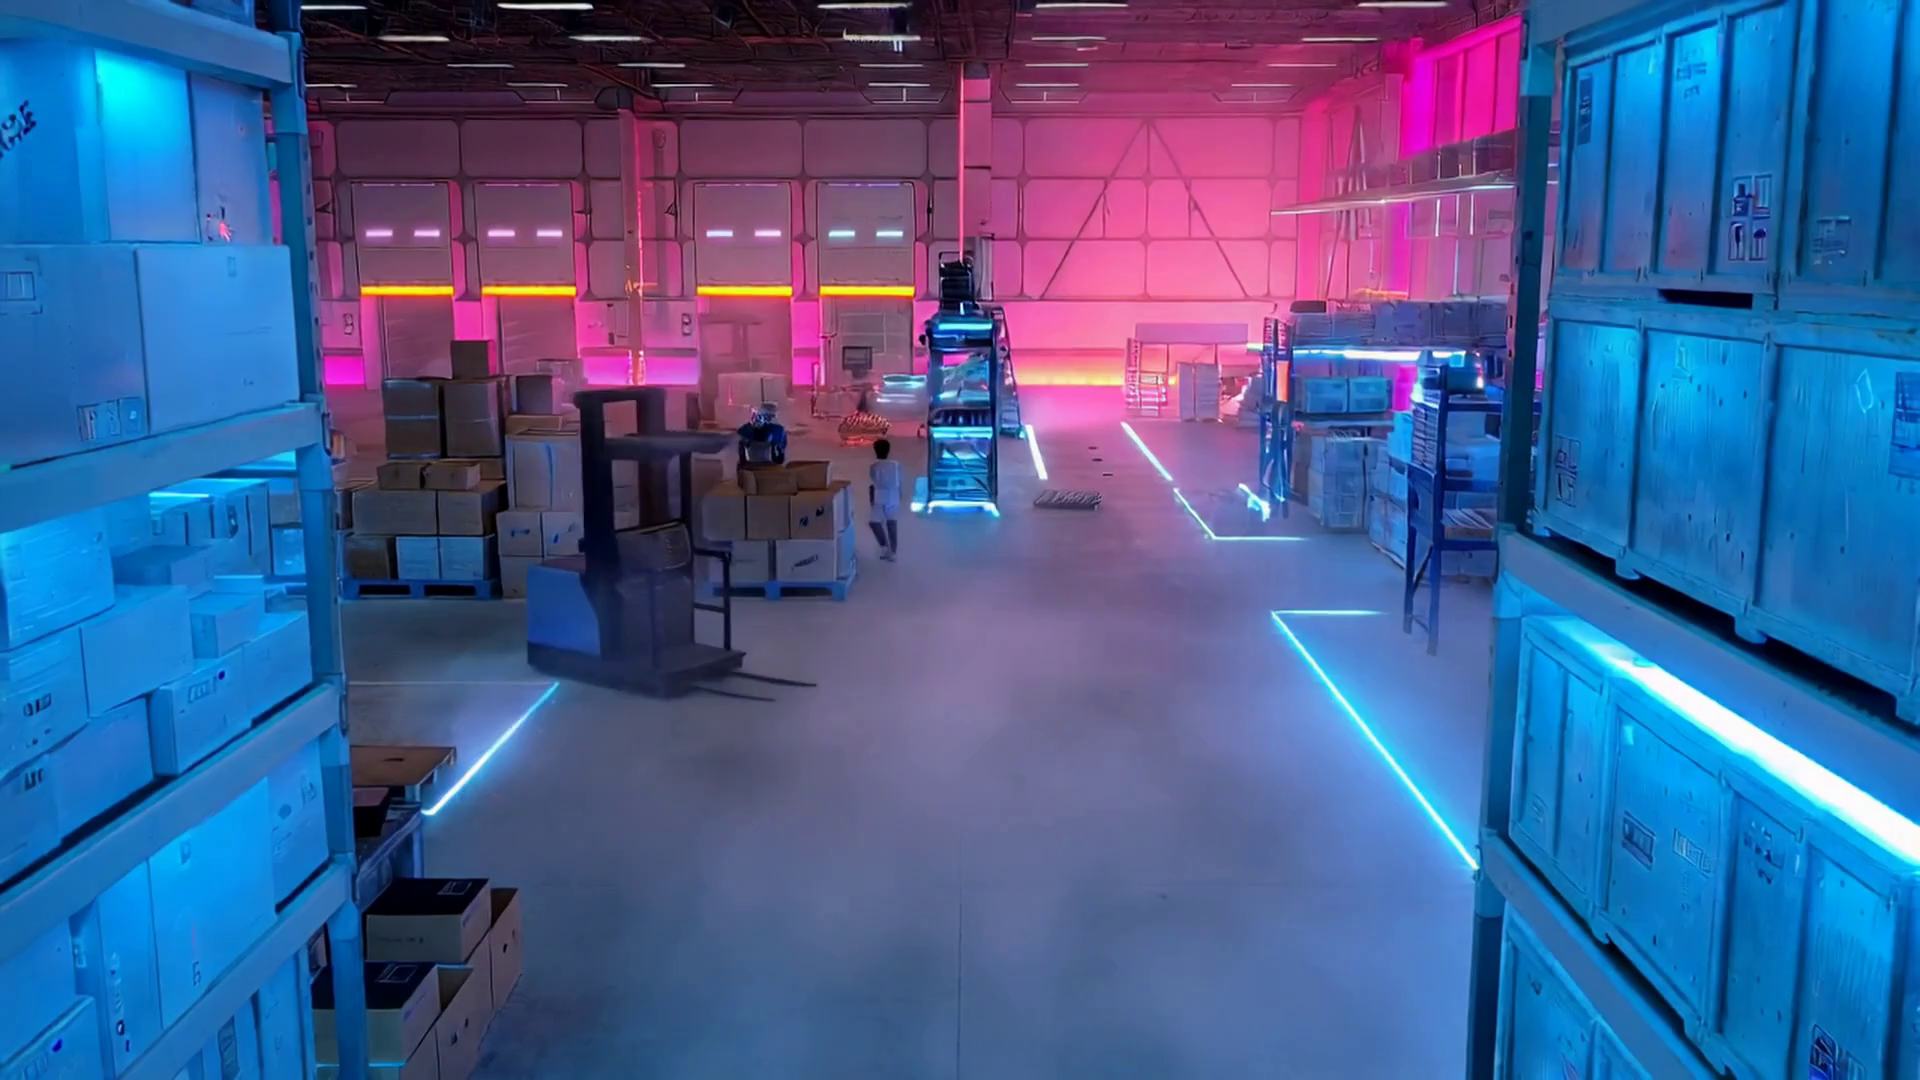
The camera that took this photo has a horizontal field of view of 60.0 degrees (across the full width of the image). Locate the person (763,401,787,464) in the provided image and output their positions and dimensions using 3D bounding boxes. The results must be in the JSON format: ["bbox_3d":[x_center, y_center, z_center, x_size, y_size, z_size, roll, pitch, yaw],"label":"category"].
[{"bbox_3d":[-2.802,-1.081,24.645,0.352,1.942,0.546,7,12,35],"label":"person"}]

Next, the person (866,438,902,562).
[{"bbox_3d":[-1.003,-0.529,22.201,0.556,1.680,0.371,-7,12,-36],"label":"person"}]

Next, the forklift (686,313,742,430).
[{"bbox_3d":[-5.157,-3.490,35.836,1.129,2.768,1.873,-5,11,-27],"label":"forklift"}]

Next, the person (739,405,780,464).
[{"bbox_3d":[-2.934,-1.026,24.390,0.623,1.931,0.374,2,10,13],"label":"person"}]

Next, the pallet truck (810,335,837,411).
[{"bbox_3d":[-3.021,-4.312,43.126,1.885,1.965,0.823,3,10,17],"label":"pallet truck"}]

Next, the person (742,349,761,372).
[{"bbox_3d":[-5.400,-4.132,43.029,0.566,1.659,0.446,-6,12,-32],"label":"person"}]

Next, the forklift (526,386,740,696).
[{"bbox_3d":[-3.244,-0.074,16.127,1.873,2.768,1.129,6,12,33],"label":"forklift"}]
